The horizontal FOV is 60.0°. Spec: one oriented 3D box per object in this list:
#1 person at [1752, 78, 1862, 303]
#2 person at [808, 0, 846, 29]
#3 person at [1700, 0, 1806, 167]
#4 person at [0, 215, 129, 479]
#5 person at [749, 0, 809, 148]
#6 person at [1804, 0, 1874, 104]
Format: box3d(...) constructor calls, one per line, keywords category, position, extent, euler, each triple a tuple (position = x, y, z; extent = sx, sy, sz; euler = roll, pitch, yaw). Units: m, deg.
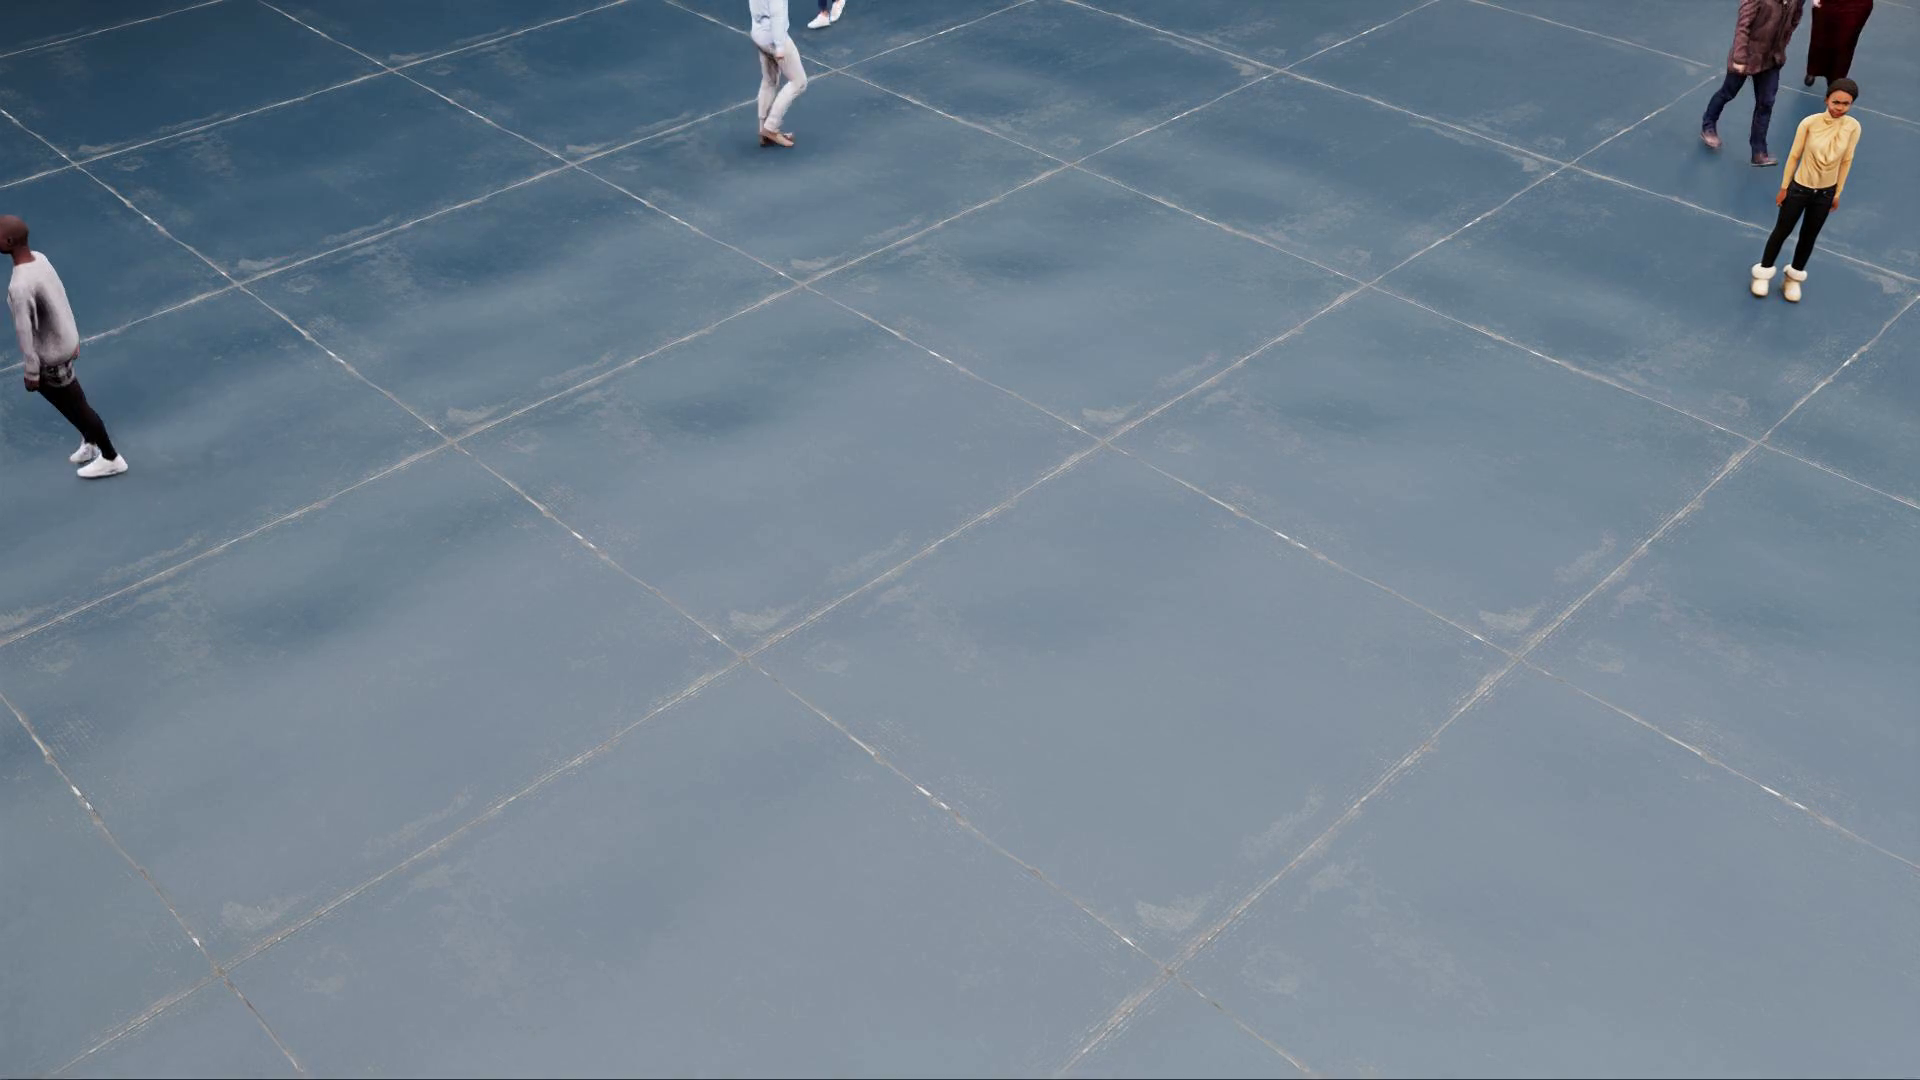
box3d(category="person", position=(6.090, -2.515, 11.903), extent=(0.664, 1.659, 0.690), euler=(8, 38, 11))
box3d(category="person", position=(-1.359, -5.924, 16.305), extent=(0.696, 1.758, 0.678), euler=(-30, 47, -34))
box3d(category="person", position=(6.567, -4.058, 13.825), extent=(1.242, 1.790, 1.225), euler=(-6, 38, -8))
box3d(category="person", position=(-5.353, -1.144, 10.015), extent=(0.750, 1.761, 0.727), euler=(-10, 38, -13))
box3d(category="person", position=(-1.647, -4.152, 13.876), extent=(0.772, 1.877, 0.748), euler=(-19, 41, -23))
box3d(category="person", position=(7.917, -4.861, 14.936), extent=(0.858, 1.723, 1.105), euler=(17, 40, 21))
